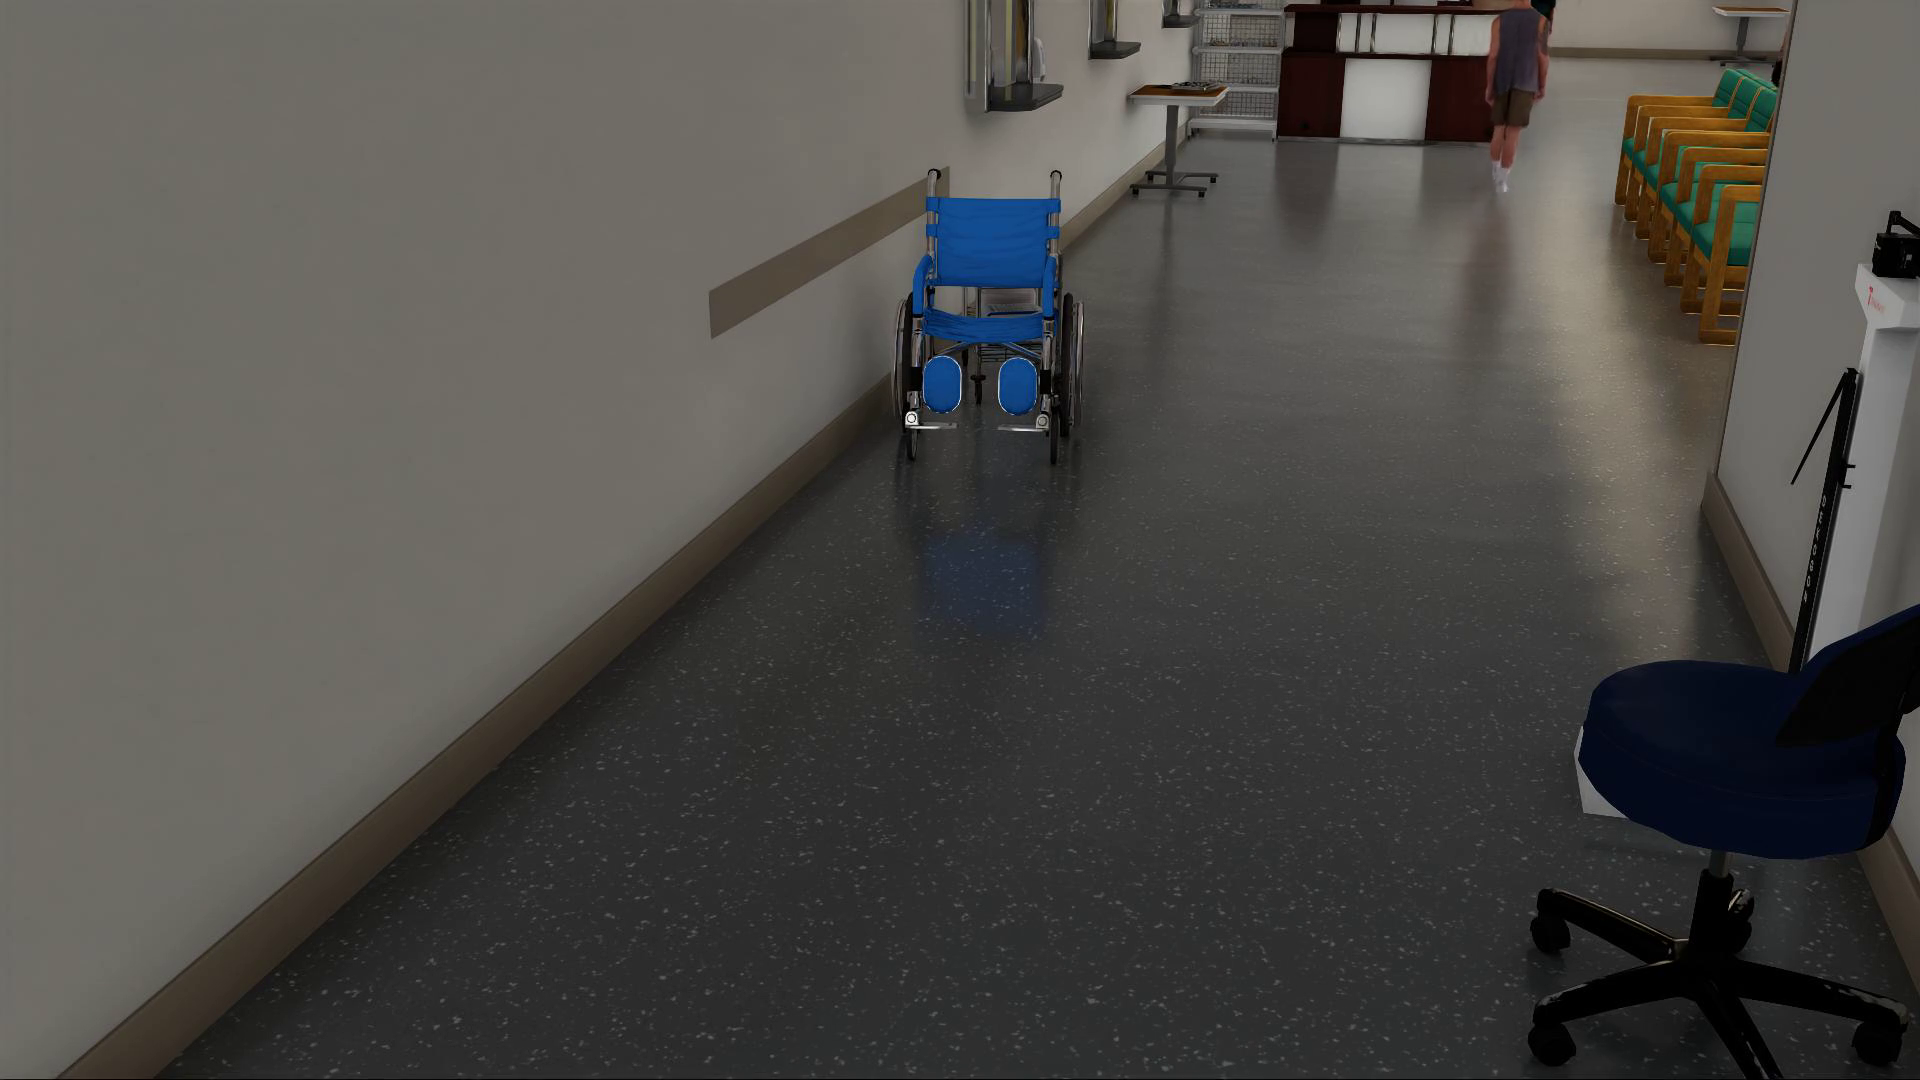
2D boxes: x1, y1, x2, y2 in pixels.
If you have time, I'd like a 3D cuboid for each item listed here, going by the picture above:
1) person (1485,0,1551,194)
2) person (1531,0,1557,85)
[{"bbox_3d":[4.639,-3.784,13.960,1.091,1.805,0.862,10,23,26],"label":"person"},{"bbox_3d":[7.713,-6.853,22.174,1.099,1.569,0.911,-2,21,-6],"label":"person"}]
